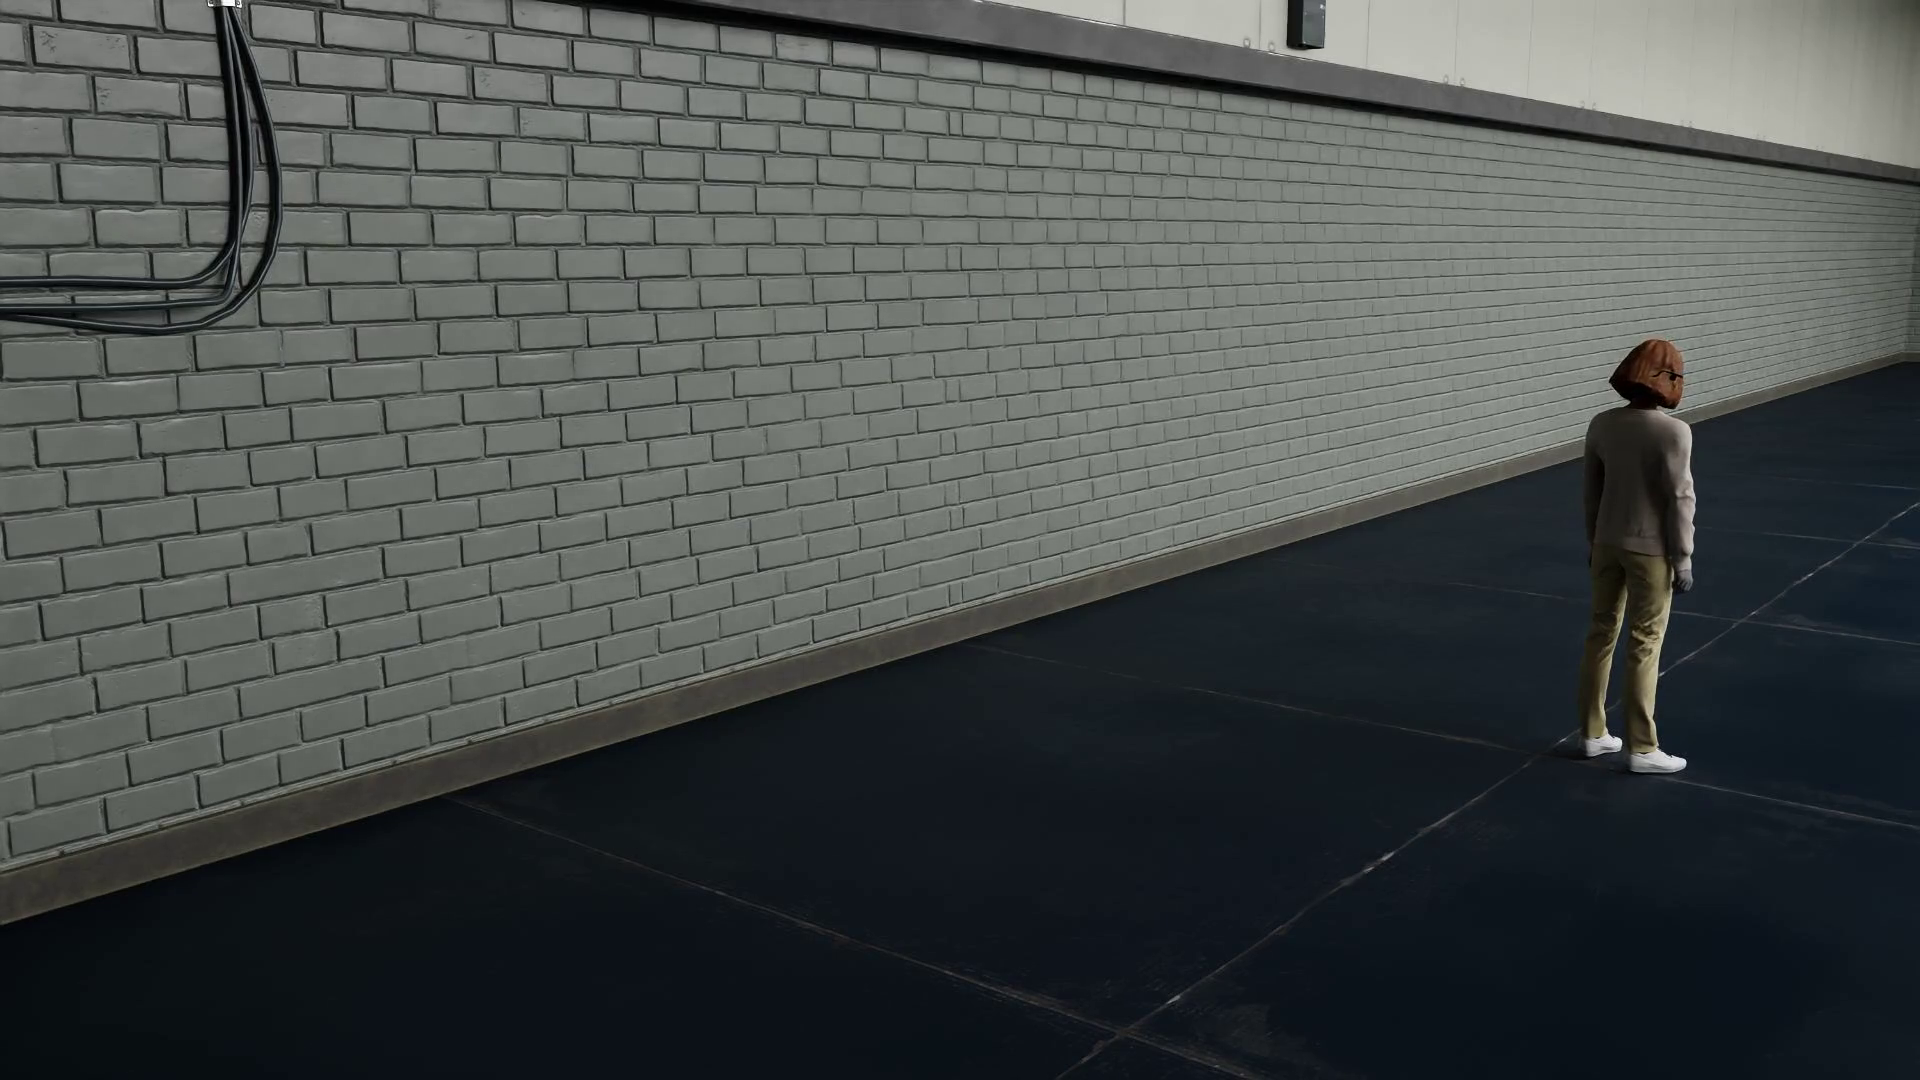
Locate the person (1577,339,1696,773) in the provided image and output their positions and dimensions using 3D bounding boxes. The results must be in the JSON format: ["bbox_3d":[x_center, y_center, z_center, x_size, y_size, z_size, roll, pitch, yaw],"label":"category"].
[{"bbox_3d":[2.577,0.056,6.333,0.279,1.633,0.498,-5,11,-24],"label":"person"}]
